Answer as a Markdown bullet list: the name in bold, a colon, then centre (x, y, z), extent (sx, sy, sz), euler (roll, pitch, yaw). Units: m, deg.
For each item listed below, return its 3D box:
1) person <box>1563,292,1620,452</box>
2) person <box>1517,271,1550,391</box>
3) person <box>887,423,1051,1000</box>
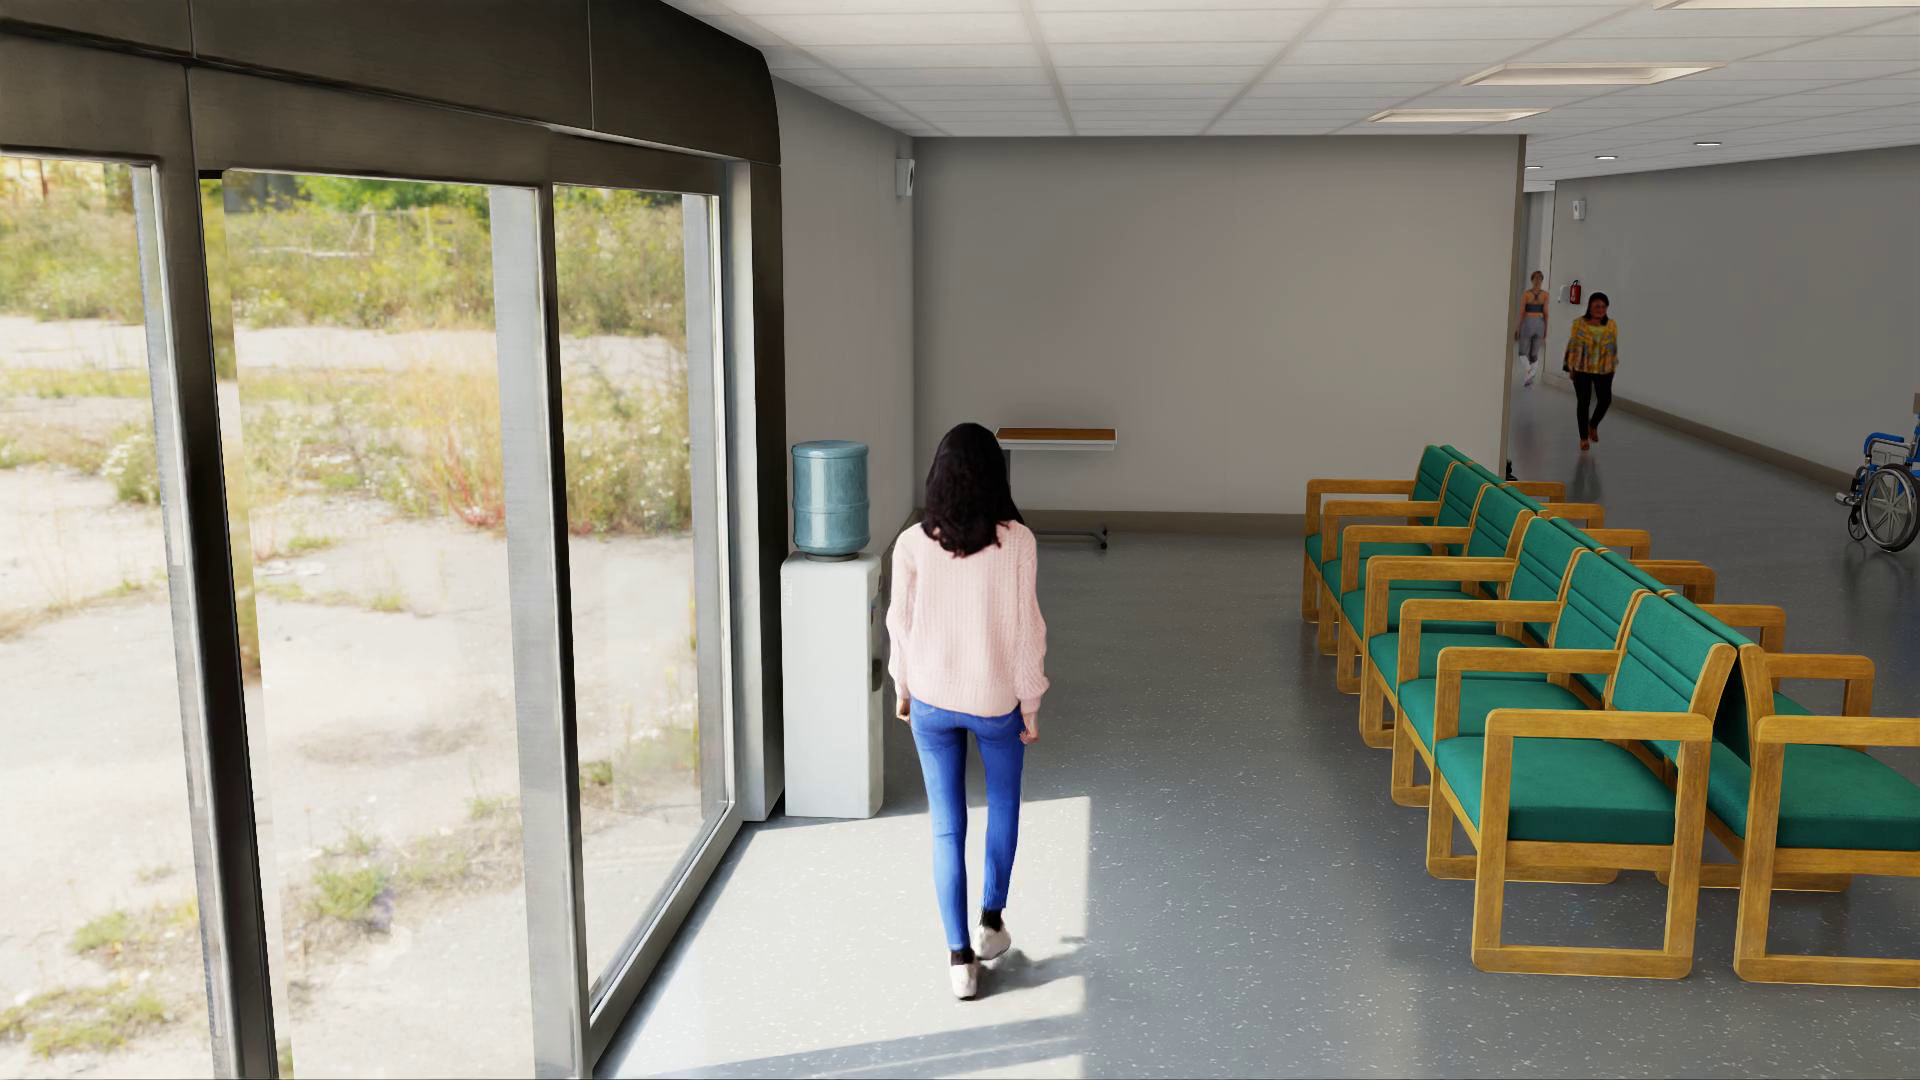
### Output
- **person**: centre (6.627, -1.773, 17.486), extent (0.660, 1.646, 0.757), euler (1, 11, 6)
- **person**: centre (8.141, -2.958, 23.616), extent (0.682, 1.690, 0.621), euler (1, 11, 5)
- **person**: centre (0.011, 0.539, 5.007), extent (0.555, 1.757, 0.726), euler (1, 11, 7)
